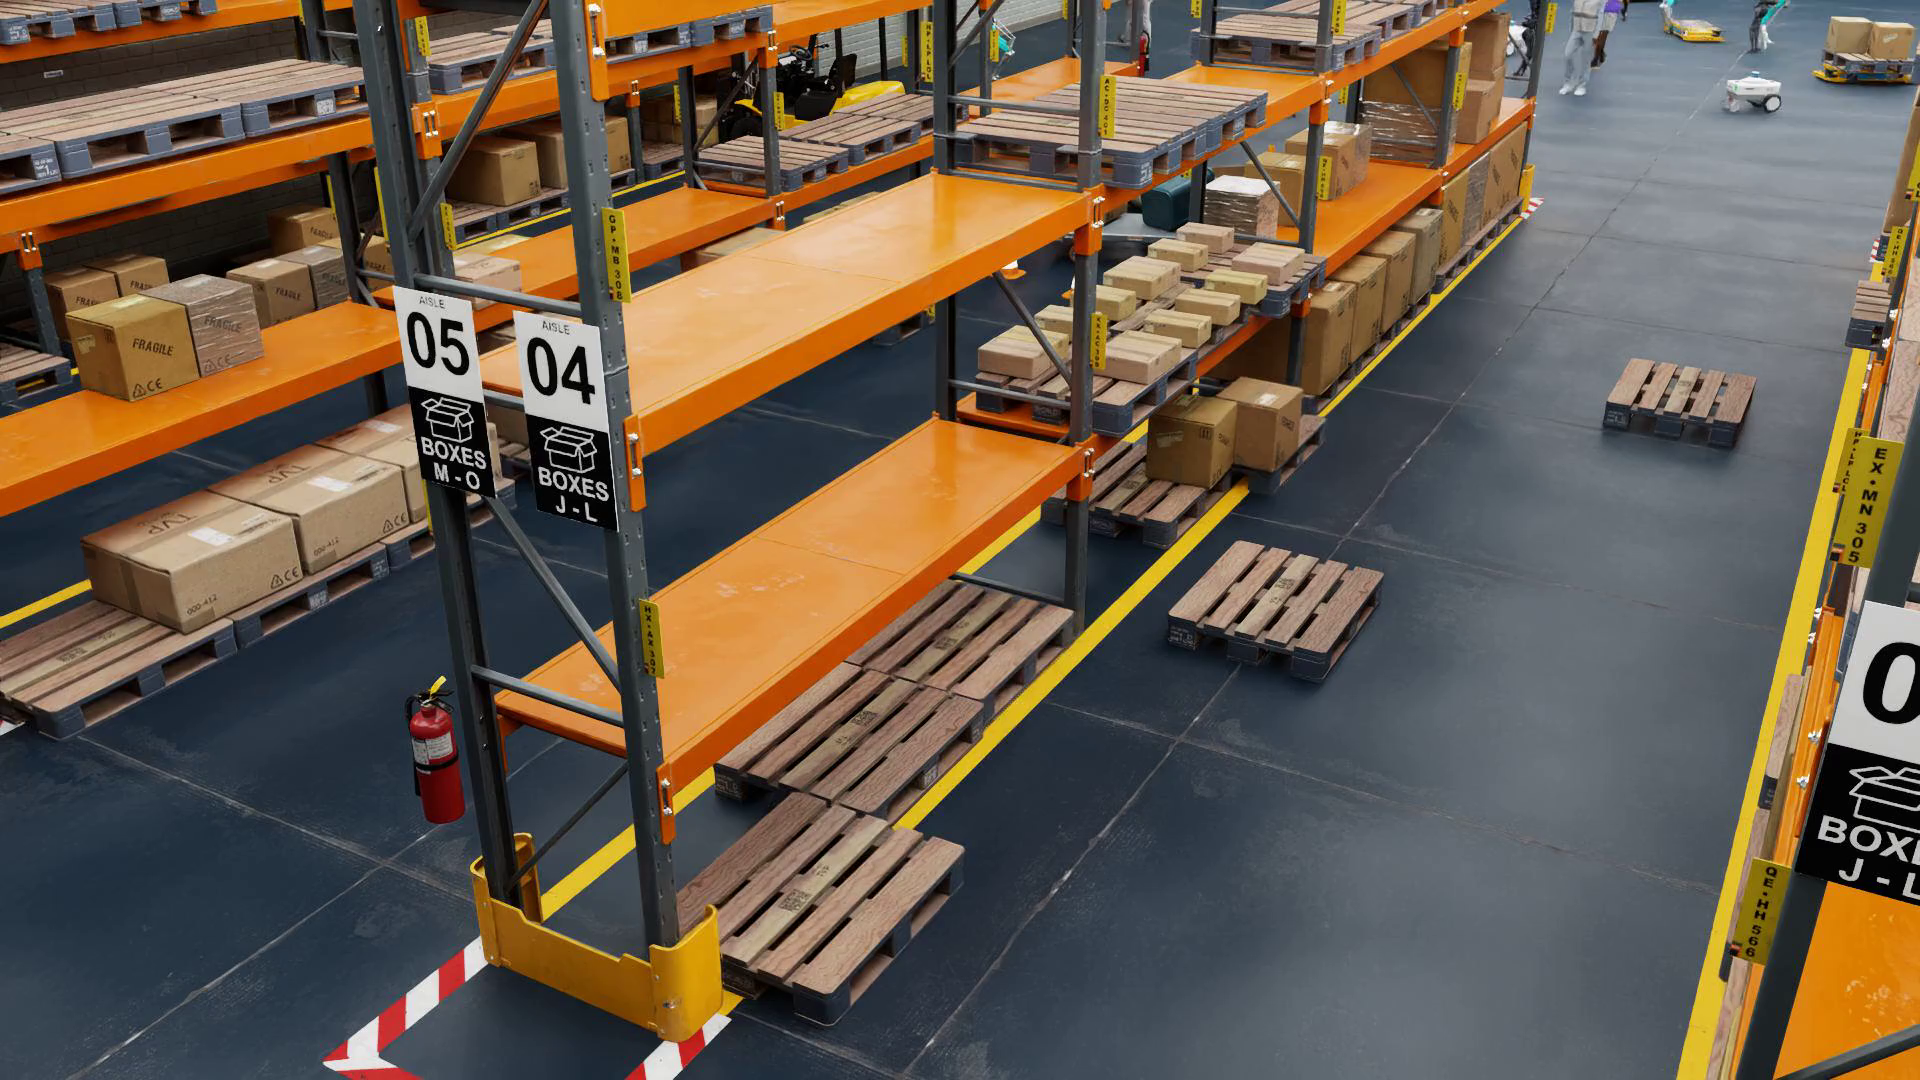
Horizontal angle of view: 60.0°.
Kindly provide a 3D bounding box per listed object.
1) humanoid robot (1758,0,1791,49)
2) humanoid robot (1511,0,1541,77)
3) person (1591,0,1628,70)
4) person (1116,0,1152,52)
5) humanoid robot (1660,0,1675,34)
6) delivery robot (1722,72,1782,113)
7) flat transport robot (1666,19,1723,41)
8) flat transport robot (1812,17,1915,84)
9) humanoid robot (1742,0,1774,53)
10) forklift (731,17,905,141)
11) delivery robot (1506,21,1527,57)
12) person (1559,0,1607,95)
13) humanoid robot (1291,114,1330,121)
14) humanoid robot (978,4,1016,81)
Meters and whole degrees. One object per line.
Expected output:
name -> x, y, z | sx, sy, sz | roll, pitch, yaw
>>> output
humanoid robot -> 14.558, -9.664, 29.817 | 0.543, 1.851, 0.771 | -16, 30, -29
humanoid robot -> 9.267, -8.312, 27.019 | 0.459, 1.651, 0.590 | 13, 29, 25
person -> 10.920, -8.931, 28.010 | 0.651, 1.901, 0.964 | 15, 30, 29
person -> 3.168, -9.732, 29.694 | 0.650, 1.895, 0.926 | -10, 27, -20
humanoid robot -> 13.519, -10.513, 31.476 | 0.765, 1.760, 0.599 | -8, 27, -16
delivery robot -> 11.906, -6.723, 24.973 | 0.788, 0.587, 0.499 | 0, 26, 0
flat transport robot -> 13.771, -9.569, 31.225 | 0.659, 0.231, 1.431 | 3, 26, 6
flat transport robot -> 14.802, -7.629, 27.194 | 1.431, 0.231, 0.659 | 2, 26, 5
humanoid robot -> 14.169, -9.465, 29.371 | 0.346, 1.648, 0.603 | 12, 28, 24
forklift -> -1.819, -5.975, 21.543 | 2.313, 2.155, 1.214 | 14, 29, 26
delivery robot -> 9.710, -8.873, 29.447 | 0.771, 0.592, 0.499 | -16, 30, -29
person -> 9.655, -7.853, 25.793 | 0.607, 1.897, 0.597 | -23, 34, -39
humanoid robot -> 5.071, -6.914, 24.122 | 0.730, 1.630, 0.589 | 4, 26, 8
humanoid robot -> 0.609, -8.174, 26.480 | 0.735, 1.677, 0.533 | 8, 27, 16
